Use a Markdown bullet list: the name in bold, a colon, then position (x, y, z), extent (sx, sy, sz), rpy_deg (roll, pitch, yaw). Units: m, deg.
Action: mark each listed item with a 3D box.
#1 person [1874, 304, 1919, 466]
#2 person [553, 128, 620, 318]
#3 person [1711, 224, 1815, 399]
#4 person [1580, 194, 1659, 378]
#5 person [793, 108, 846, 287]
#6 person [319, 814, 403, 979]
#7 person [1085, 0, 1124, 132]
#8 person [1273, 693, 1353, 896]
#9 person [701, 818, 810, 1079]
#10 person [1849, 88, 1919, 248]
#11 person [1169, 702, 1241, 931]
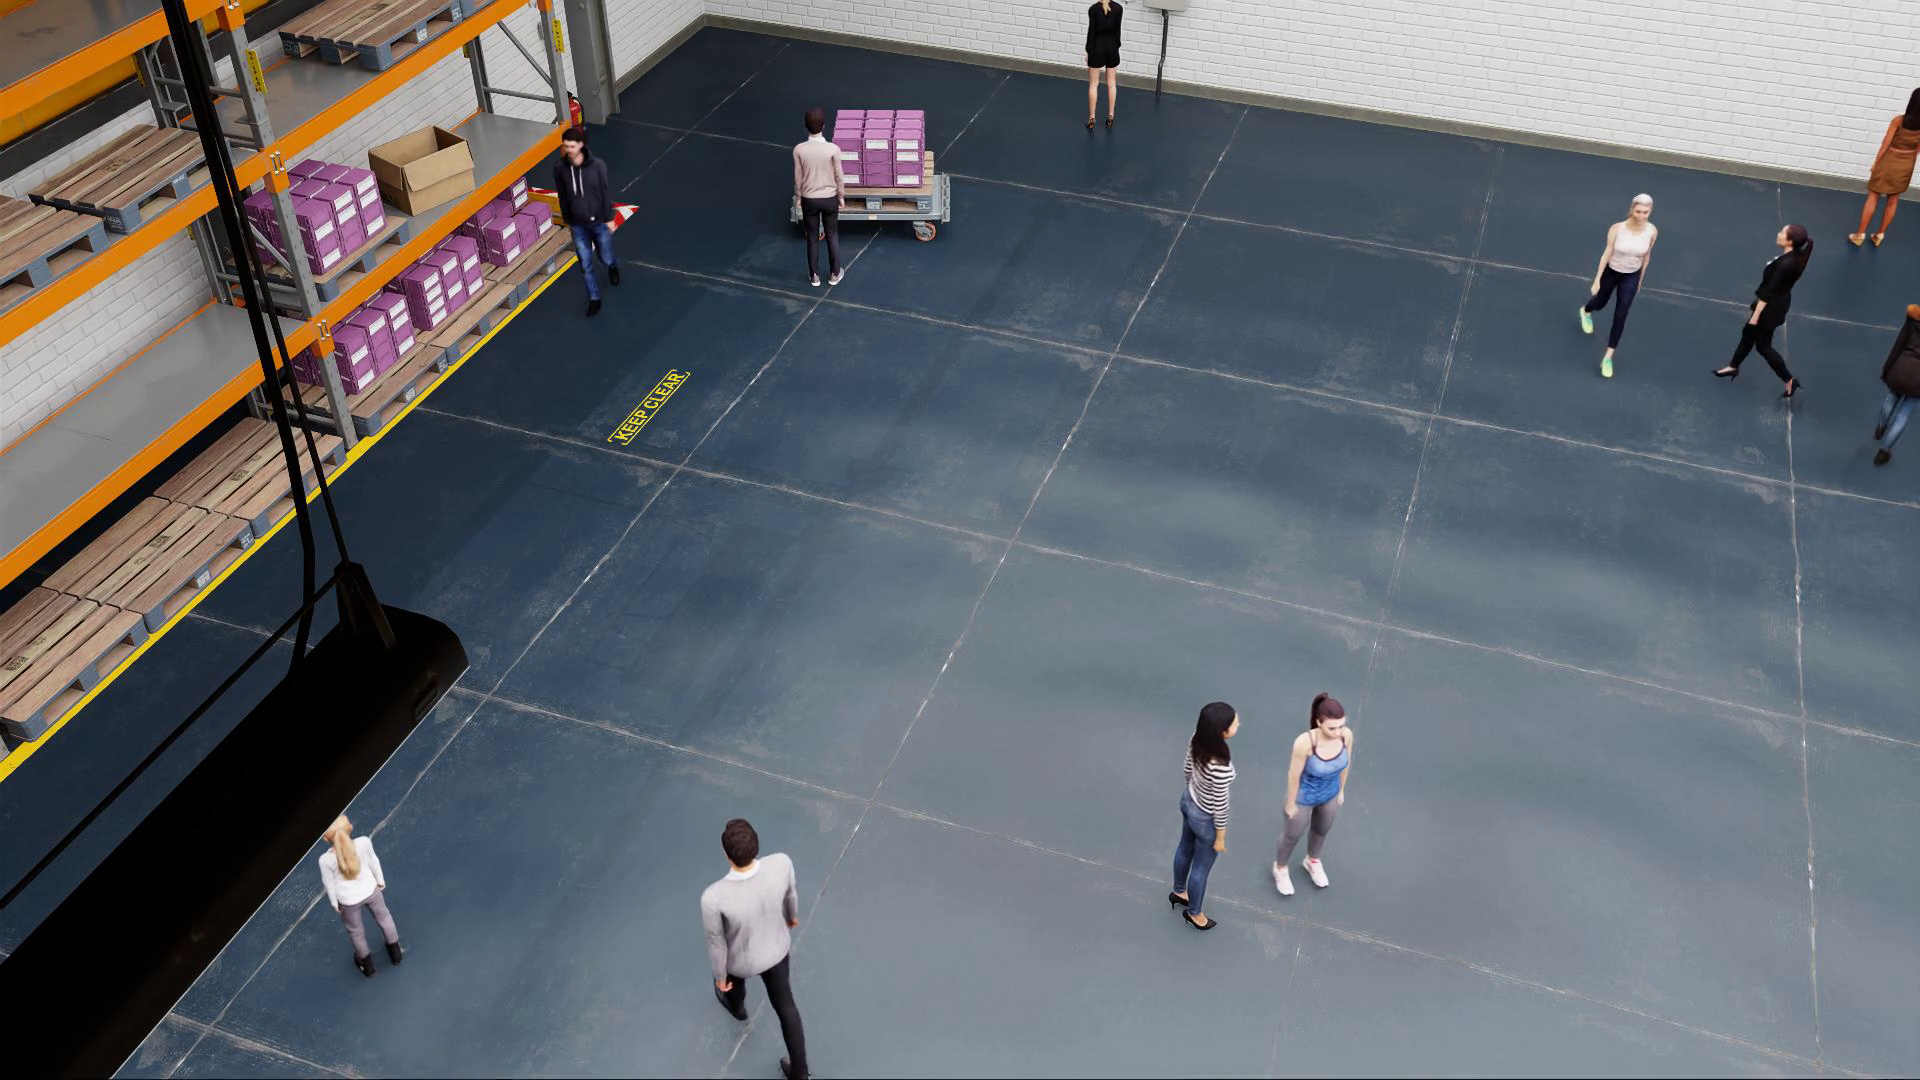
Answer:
- **person**: position (7.924, -1.338, 13.849), extent (0.834, 1.613, 0.963), rpy_deg (32, 48, 33)
- **person**: position (-3.506, -3.082, 15.822), extent (0.872, 1.875, 1.059), rpy_deg (1, 39, 1)
- **person**: position (7.206, -1.975, 14.629), extent (0.933, 1.634, 1.058), rpy_deg (30, 47, 32)
- **person**: position (5.968, -2.414, 15.151), extent (0.785, 1.669, 1.205), rpy_deg (6, 39, 7)
- **person**: position (-1.371, -3.331, 16.189), extent (0.697, 1.808, 0.659), rpy_deg (0, 39, 0)
- **person**: position (-3.557, 2.091, 9.825), extent (0.544, 1.277, 0.622), rpy_deg (-26, 45, -29)
- **person**: position (1.625, -5.559, 19.010), extent (0.662, 1.768, 0.685), rpy_deg (-9, 39, -11)
- **person**: position (2.173, 1.561, 10.224), extent (0.642, 1.606, 0.685), rpy_deg (-11, 40, -14)
- **person**: position (-1.069, 2.295, 9.085), extent (1.294, 1.881, 1.297), rpy_deg (-21, 43, -24)
- **person**: position (9.458, -3.763, 16.826), extent (0.612, 1.687, 0.598), rpy_deg (1, 39, 1)
- **person**: position (1.457, 1.650, 9.962), extent (0.709, 1.795, 0.619), rpy_deg (-10, 40, -13)
